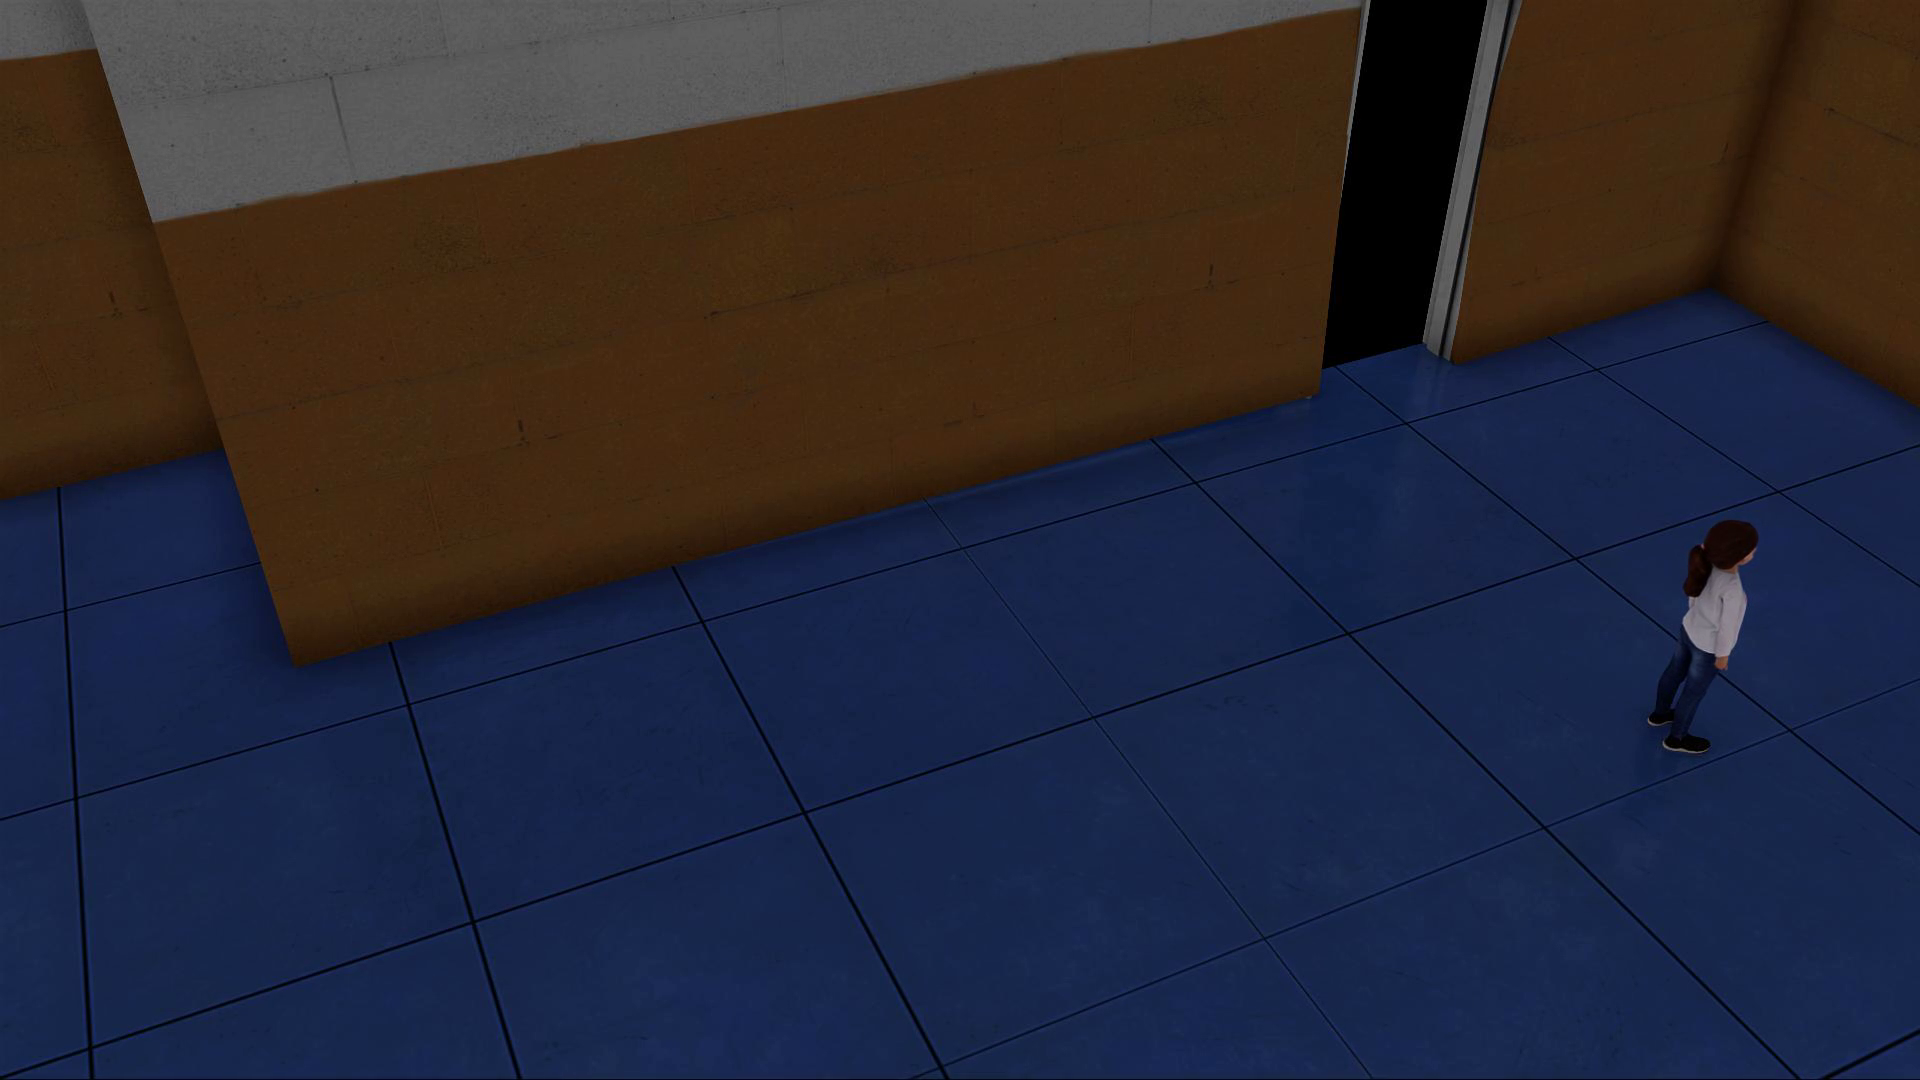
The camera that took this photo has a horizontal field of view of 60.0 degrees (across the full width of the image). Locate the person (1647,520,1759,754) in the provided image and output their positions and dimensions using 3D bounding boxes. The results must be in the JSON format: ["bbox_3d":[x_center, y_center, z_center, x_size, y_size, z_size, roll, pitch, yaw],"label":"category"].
[{"bbox_3d":[3.037,0.373,6.776,0.567,1.110,0.488,-3,37,-4],"label":"person"}]
